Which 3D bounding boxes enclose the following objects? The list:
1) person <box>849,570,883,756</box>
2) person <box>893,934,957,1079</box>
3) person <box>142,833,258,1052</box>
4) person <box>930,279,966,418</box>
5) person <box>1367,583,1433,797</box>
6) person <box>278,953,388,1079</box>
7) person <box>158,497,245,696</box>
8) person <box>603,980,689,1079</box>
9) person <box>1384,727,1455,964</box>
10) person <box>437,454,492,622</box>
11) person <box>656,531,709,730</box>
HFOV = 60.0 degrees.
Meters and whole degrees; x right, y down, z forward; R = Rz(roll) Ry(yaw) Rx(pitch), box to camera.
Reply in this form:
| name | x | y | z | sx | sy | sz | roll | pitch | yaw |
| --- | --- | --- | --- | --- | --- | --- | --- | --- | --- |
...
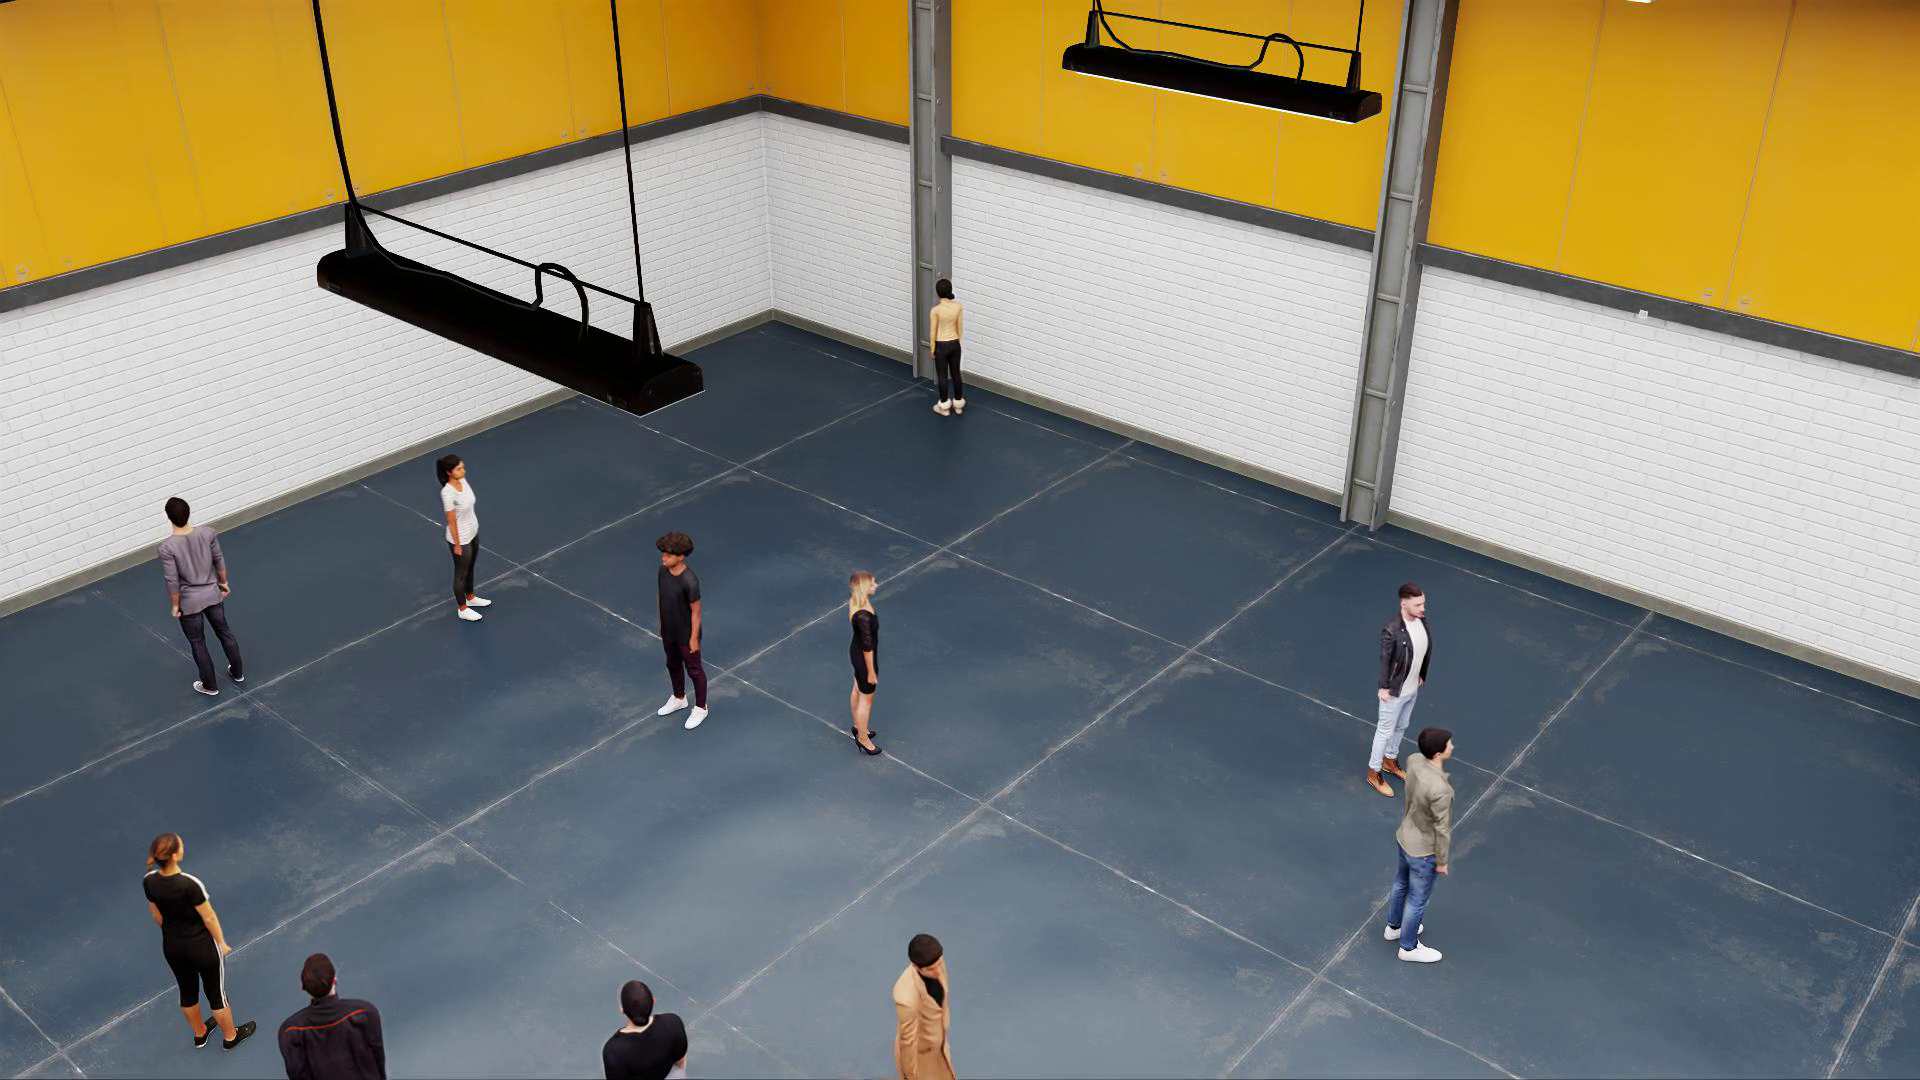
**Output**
| name | x | y | z | sx | sy | sz | roll | pitch | yaw |
| --- | --- | --- | --- | --- | --- | --- | --- | --- | --- |
| person | -0.784 | 0.982 | 13.597 | 0.677 | 1.675 | 0.590 | -6 | 29 | -10 |
| person | -0.302 | 2.975 | 9.913 | 0.941 | 1.704 | 0.761 | 14 | 31 | 23 |
| person | -4.934 | 2.582 | 10.670 | 0.601 | 1.669 | 0.719 | 6 | 29 | 10 |
| person | -0.143 | -2.271 | 19.582 | 0.663 | 1.654 | 0.691 | -12 | 31 | -20 |
| person | 3.467 | 1.141 | 13.136 | 0.686 | 1.837 | 0.590 | -23 | 36 | -36 |
| person | -3.480 | 3.119 | 9.429 | 0.776 | 1.913 | 0.763 | -11 | 30 | -19 |
| person | -6.567 | 0.470 | 14.349 | 0.527 | 1.853 | 0.676 | 21 | 35 | 33 |
| person | -1.749 | 3.199 | 9.444 | 0.721 | 1.760 | 0.691 | -20 | 34 | -32 |
| person | 3.152 | 2.072 | 11.400 | 0.849 | 1.866 | 0.763 | -5 | 29 | -9 |
| person | -4.645 | -0.049 | 15.517 | 0.671 | 1.645 | 0.647 | 3 | 29 | 6 |
| person | -2.344 | 0.720 | 13.962 | 0.513 | 1.784 | 0.670 | 20 | 35 | 33 |
